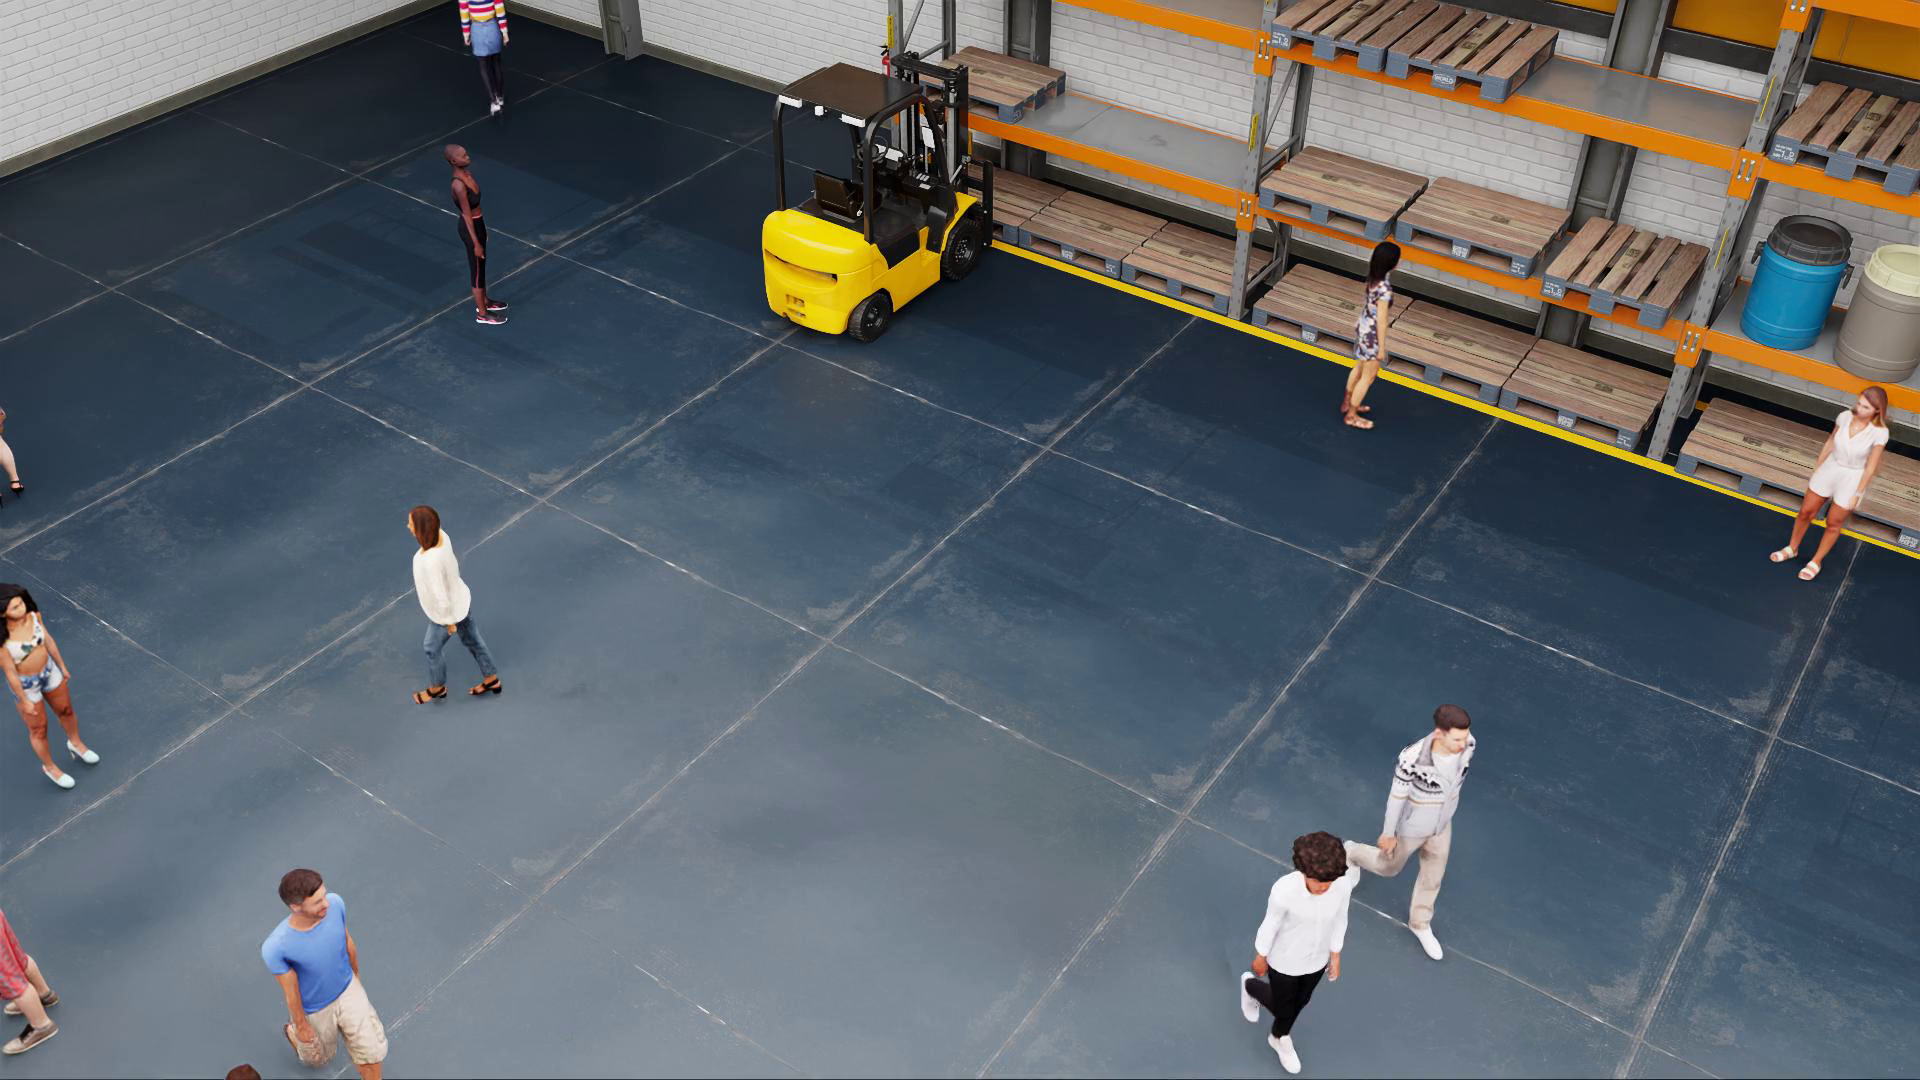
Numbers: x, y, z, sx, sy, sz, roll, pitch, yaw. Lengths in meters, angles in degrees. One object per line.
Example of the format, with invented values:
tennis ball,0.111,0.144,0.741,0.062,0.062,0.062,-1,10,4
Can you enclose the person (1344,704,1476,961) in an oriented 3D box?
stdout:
person,2.661,1.584,9.805,1.058,1.841,1.210,-15,41,-18

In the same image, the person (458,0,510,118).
person,-5.408,-5.712,18.985,0.979,1.787,1.131,-15,41,-18

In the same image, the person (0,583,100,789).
person,-6.001,0.930,10.803,0.647,1.618,0.631,12,40,15

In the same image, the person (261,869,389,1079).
person,-3.430,2.380,8.814,1.125,1.835,0.665,26,46,29

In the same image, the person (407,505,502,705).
person,-3.409,0.448,11.373,0.973,1.660,0.897,-3,39,-3

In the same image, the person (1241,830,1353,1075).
person,1.821,2.170,9.109,0.866,1.793,0.945,-10,40,-12

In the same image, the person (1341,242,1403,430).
person,3.472,-1.735,14.049,0.678,1.733,0.652,-1,39,-1

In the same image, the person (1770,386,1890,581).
person,6.624,-0.437,12.454,0.729,1.694,0.617,-23,44,-26

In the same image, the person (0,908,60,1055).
person,-5.418,2.179,9.218,0.728,1.645,0.630,-14,41,-17

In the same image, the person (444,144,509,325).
person,-4.531,-2.852,15.426,0.716,1.758,0.659,-6,39,-7
